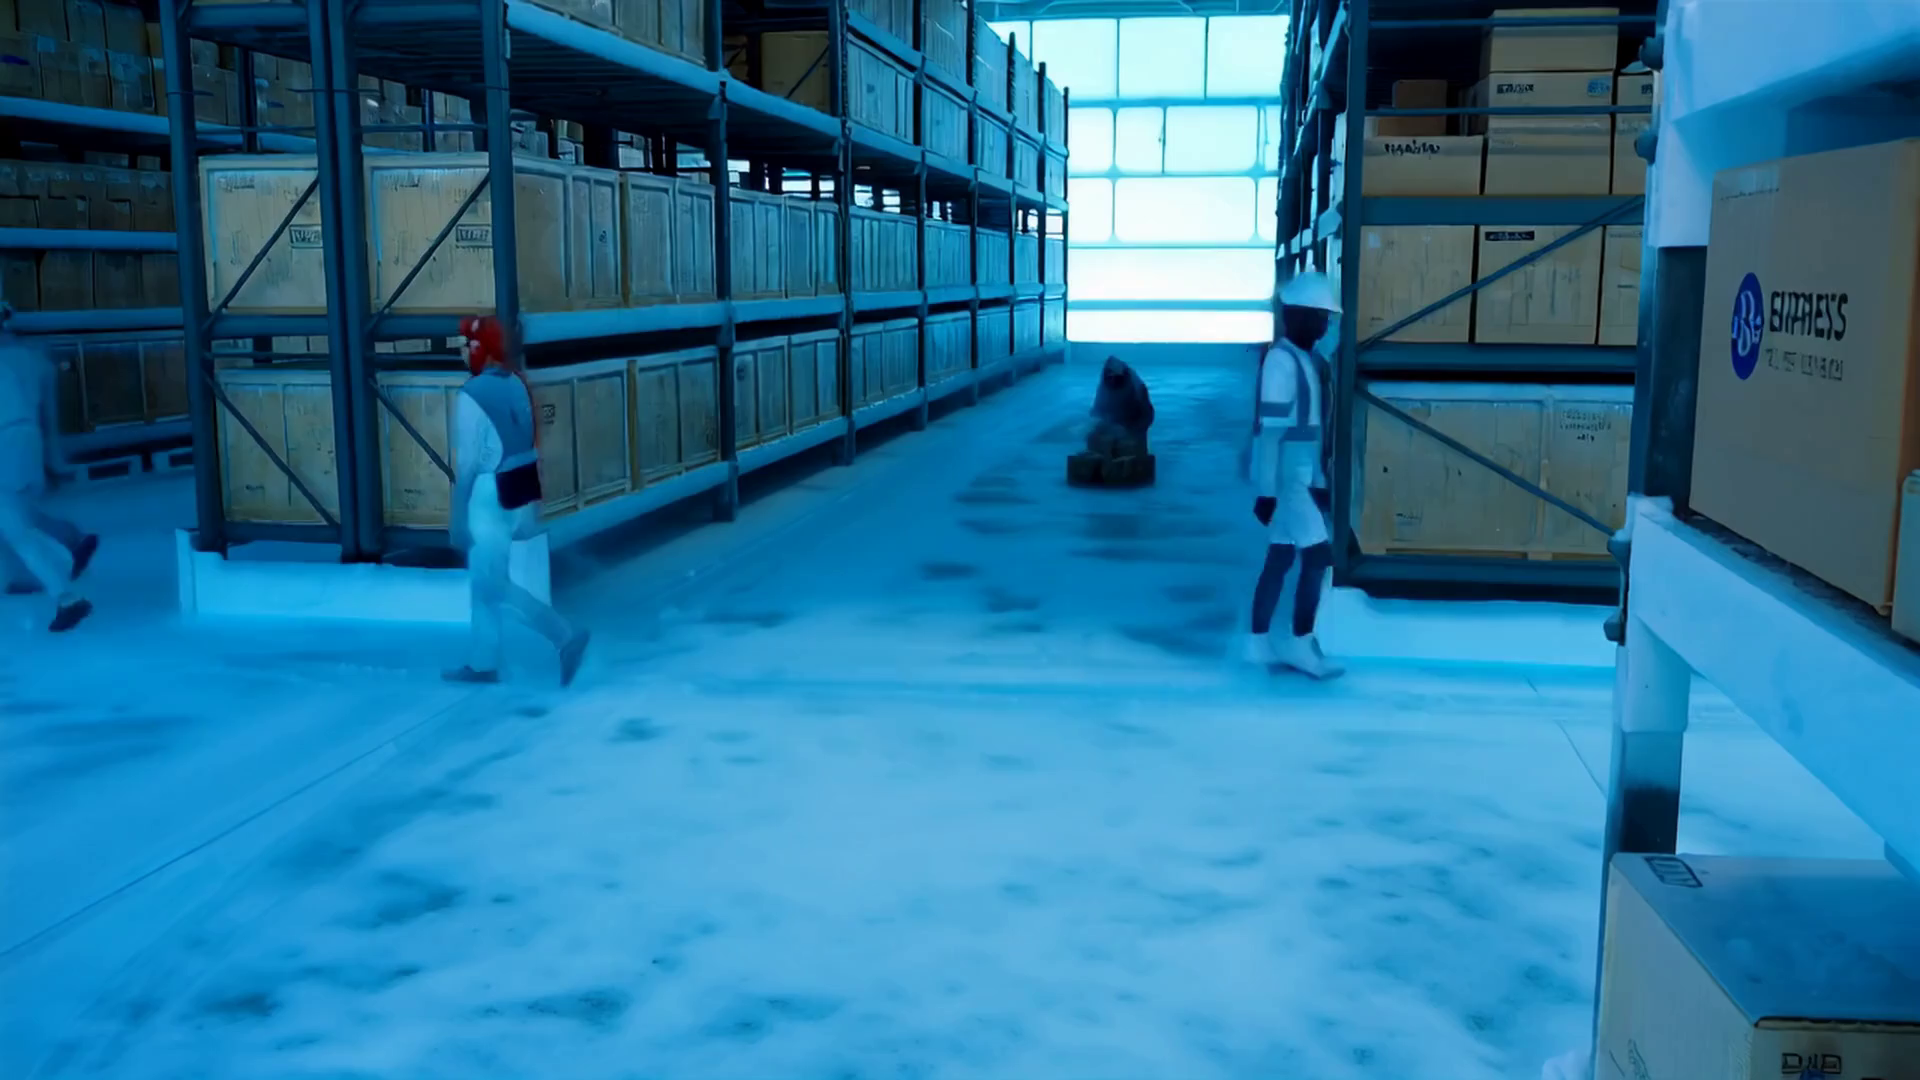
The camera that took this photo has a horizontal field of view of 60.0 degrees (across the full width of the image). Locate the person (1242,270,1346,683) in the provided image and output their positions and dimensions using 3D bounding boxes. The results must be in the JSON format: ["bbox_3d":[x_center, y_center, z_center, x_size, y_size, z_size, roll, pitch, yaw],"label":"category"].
[{"bbox_3d":[1.706,-0.297,8.164,0.685,2.020,0.629,3,10,19],"label":"person"}]

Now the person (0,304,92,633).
[{"bbox_3d":[-5.331,-0.402,9.394,0.983,1.856,0.663,2,9,13],"label":"person"}]

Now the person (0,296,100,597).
[{"bbox_3d":[-5.855,-0.604,10.487,0.658,1.889,0.671,-9,13,-43],"label":"person"}]

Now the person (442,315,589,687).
[{"bbox_3d":[-2.180,-0.169,8.021,0.751,1.820,0.576,1,9,7],"label":"person"}]
